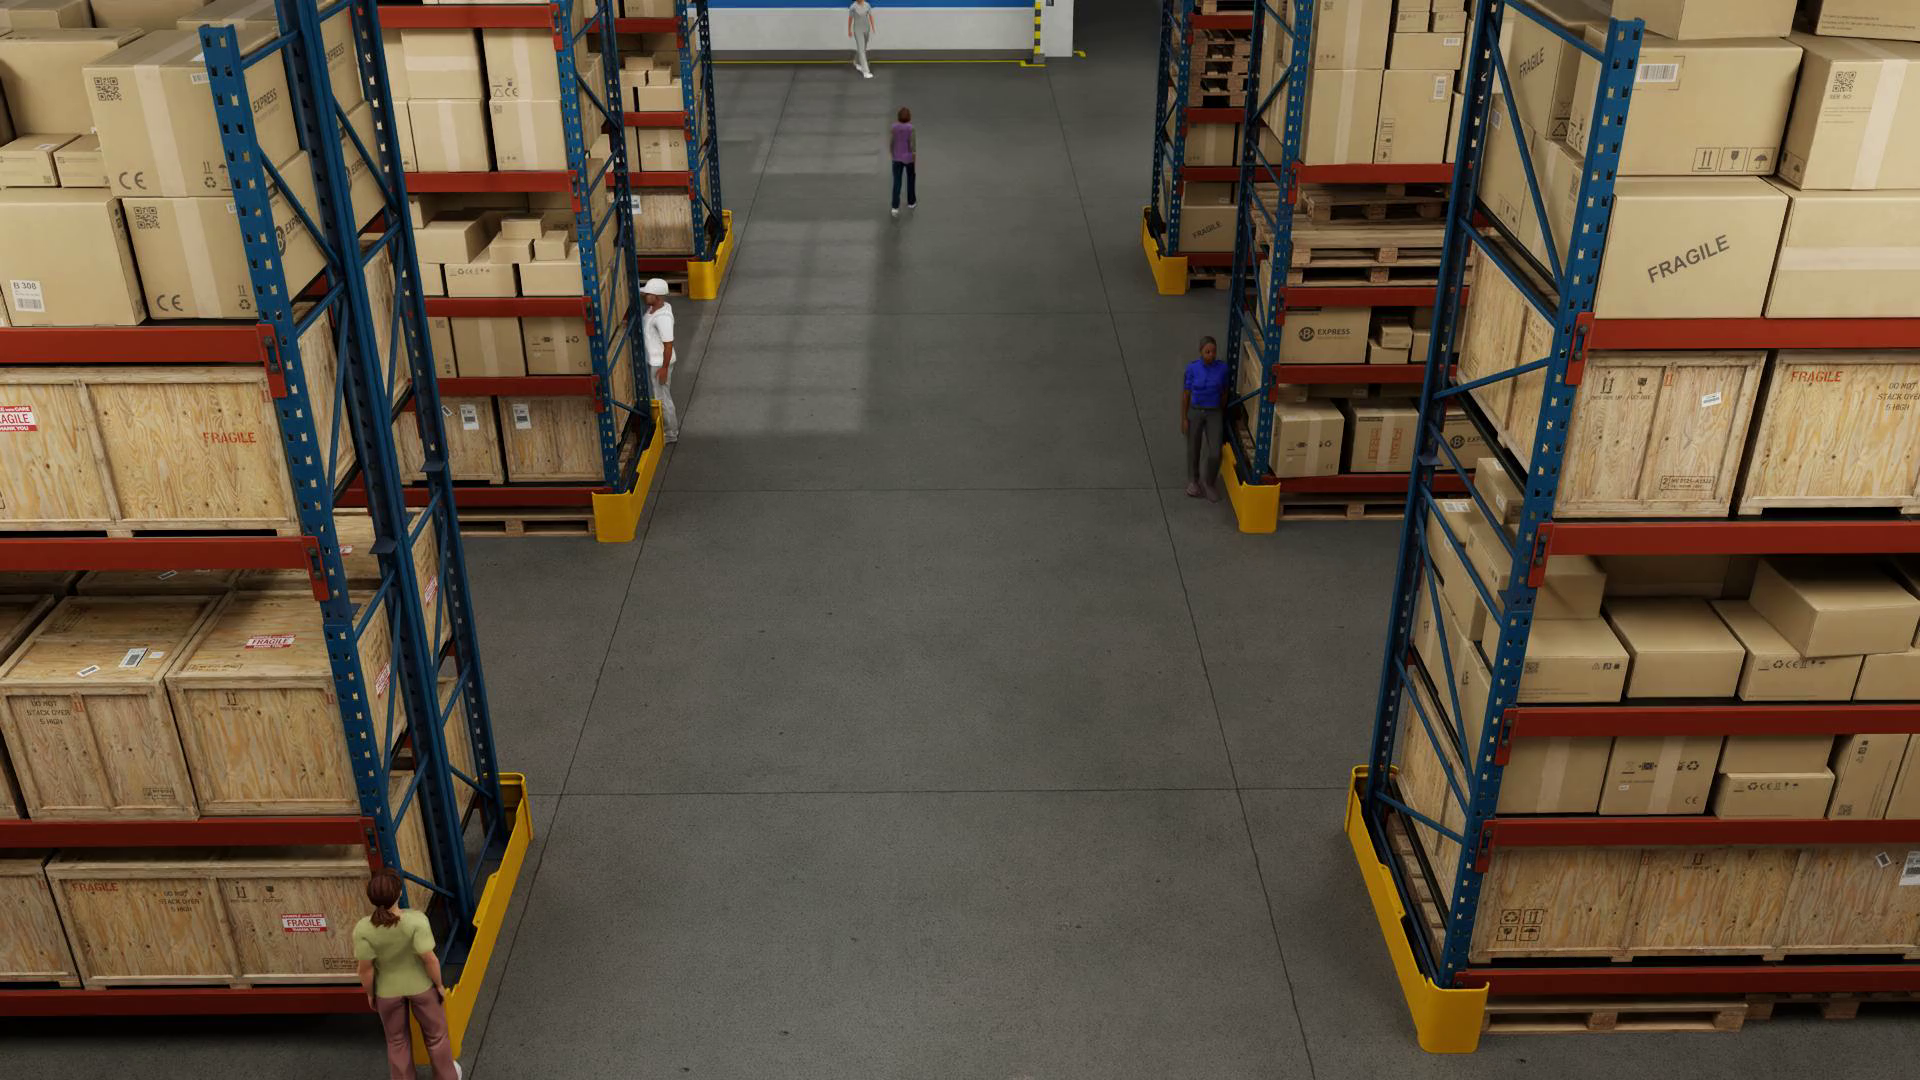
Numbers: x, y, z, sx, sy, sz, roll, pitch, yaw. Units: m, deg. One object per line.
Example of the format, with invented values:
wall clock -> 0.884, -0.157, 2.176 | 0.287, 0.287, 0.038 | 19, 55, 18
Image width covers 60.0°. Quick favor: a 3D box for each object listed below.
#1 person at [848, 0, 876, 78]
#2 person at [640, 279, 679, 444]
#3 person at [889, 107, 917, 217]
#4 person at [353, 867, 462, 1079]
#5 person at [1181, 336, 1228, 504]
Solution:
person -> -1.917, -9.952, 32.529 | 0.464, 1.630, 1.019 | -16, 32, -27
person -> -3.165, -1.882, 17.407 | 0.410, 1.769, 0.561 | -8, 29, -15
person -> -0.834, -5.595, 24.492 | 0.433, 1.558, 0.918 | 4, 28, 7
person -> -3.110, 2.507, 9.339 | 0.432, 1.672, 0.382 | -6, 29, -11
person -> 2.374, -1.181, 16.205 | 0.459, 1.683, 0.426 | 0, 28, 0
